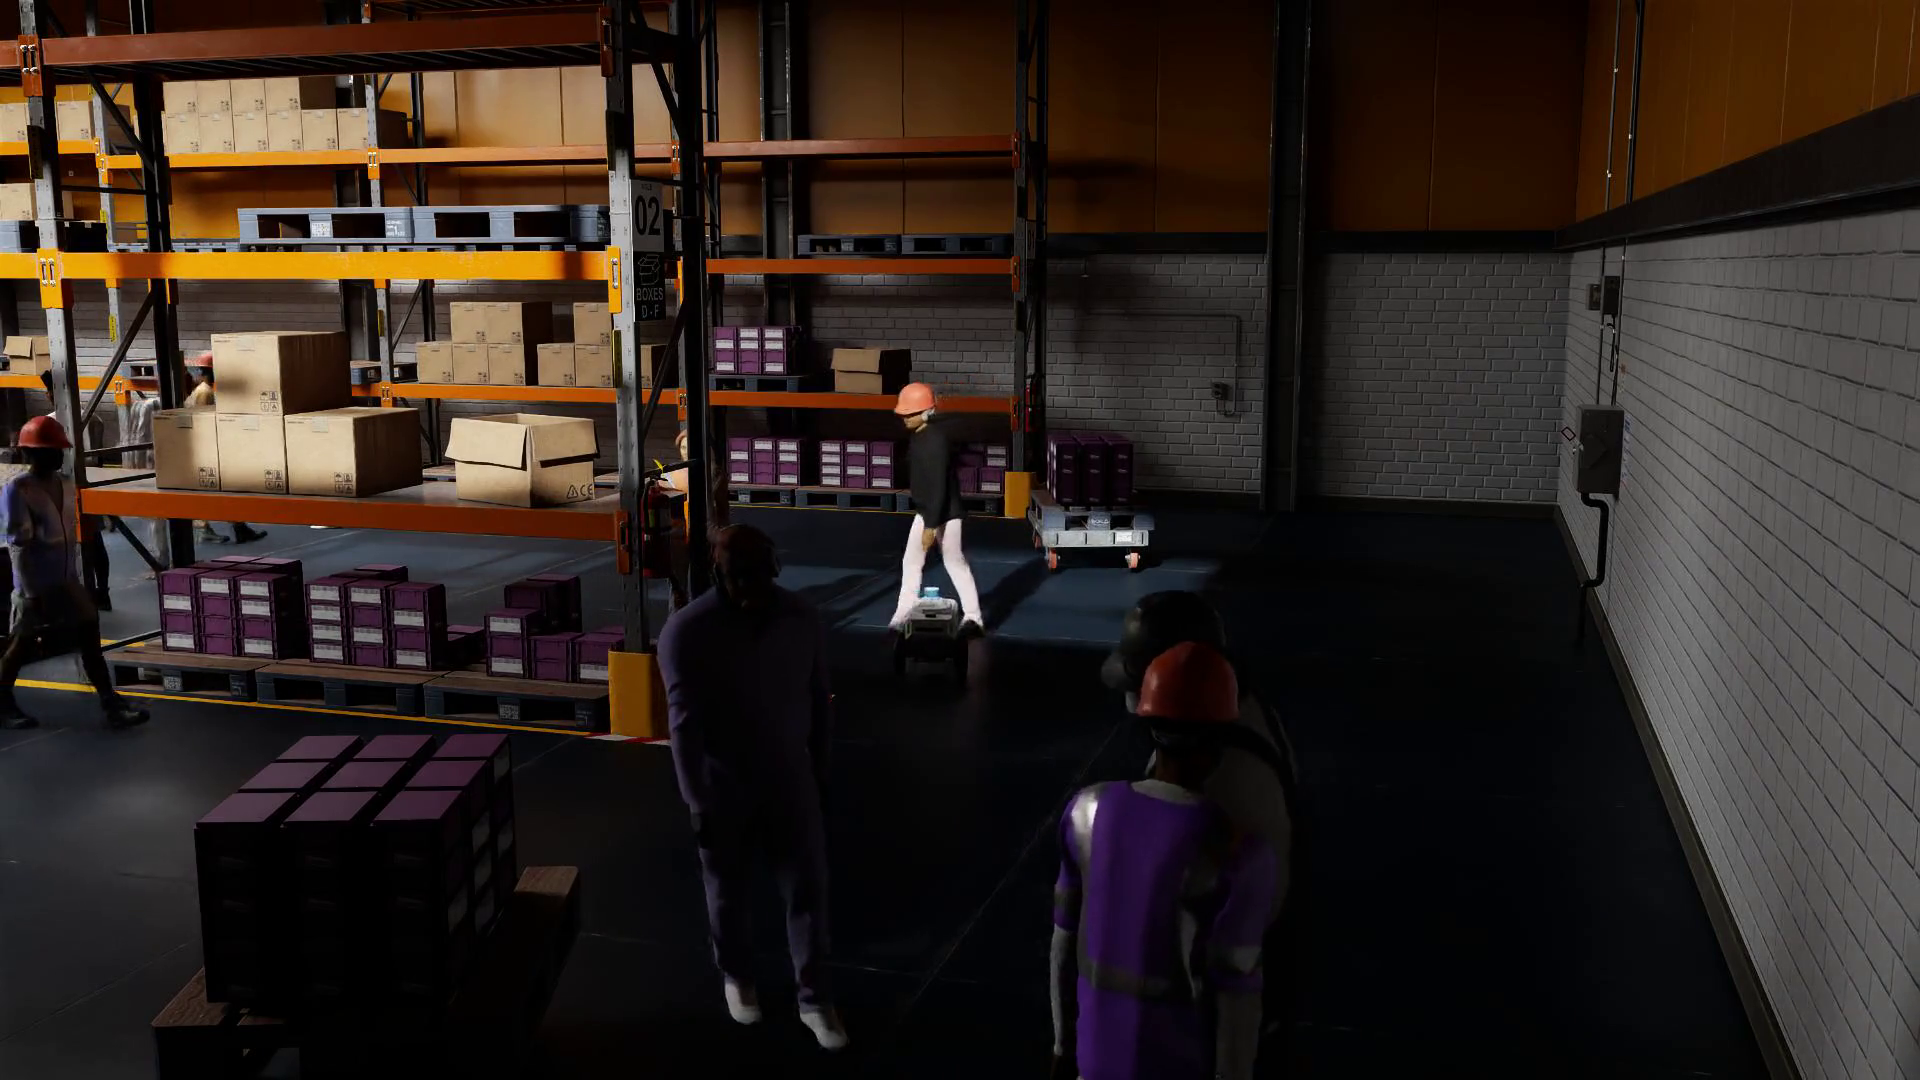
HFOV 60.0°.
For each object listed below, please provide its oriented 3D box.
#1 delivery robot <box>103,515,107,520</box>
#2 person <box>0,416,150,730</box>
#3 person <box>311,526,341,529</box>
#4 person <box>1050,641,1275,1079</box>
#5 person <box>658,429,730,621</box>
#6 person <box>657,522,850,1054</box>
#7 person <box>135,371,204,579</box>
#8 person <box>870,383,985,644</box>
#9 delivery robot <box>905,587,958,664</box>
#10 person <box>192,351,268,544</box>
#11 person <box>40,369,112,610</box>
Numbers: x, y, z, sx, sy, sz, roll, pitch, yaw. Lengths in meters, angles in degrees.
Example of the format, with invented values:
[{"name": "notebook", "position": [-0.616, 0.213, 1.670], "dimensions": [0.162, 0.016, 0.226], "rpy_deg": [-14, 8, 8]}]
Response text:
[{"name": "delivery robot", "position": [-9.081, -0.413, 17.315], "dimensions": [0.477, 0.478, 0.707], "rpy_deg": [-4, 10, -25]}, {"name": "person", "position": [-5.345, 0.211, 9.767], "dimensions": [1.014, 1.882, 0.567], "rpy_deg": [2, 10, 15]}, {"name": "person", "position": [-6.651, -1.072, 17.447], "dimensions": [0.366, 1.926, 0.587], "rpy_deg": [0, 9, 1]}, {"name": "person", "position": [0.372, 1.197, 3.719], "dimensions": [0.575, 1.899, 0.792], "rpy_deg": [9, 13, 42]}, {"name": "person", "position": [-1.864, 0.029, 11.611], "dimensions": [0.512, 1.638, 0.312], "rpy_deg": [-1, 9, -8]}, {"name": "person", "position": [-0.694, 0.867, 5.817], "dimensions": [0.657, 1.864, 0.830], "rpy_deg": [-4, 10, -25]}, {"name": "person", "position": [-7.039, -0.589, 14.779], "dimensions": [0.345, 1.849, 0.662], "rpy_deg": [4, 10, 23]}, {"name": "person", "position": [-0.222, -0.169, 11.961], "dimensions": [0.994, 1.915, 0.629], "rpy_deg": [-5, 10, -26]}, {"name": "delivery robot", "position": [-0.190, 0.565, 11.352], "dimensions": [0.477, 0.478, 0.707], "rpy_deg": [0, 9, 2]}, {"name": "person", "position": [-7.267, -0.912, 16.486], "dimensions": [0.735, 1.916, 0.575], "rpy_deg": [-4, 10, -24]}, {"name": "person", "position": [-6.982, -0.374, 13.075], "dimensions": [0.371, 1.963, 0.608], "rpy_deg": [3, 10, 17]}]
